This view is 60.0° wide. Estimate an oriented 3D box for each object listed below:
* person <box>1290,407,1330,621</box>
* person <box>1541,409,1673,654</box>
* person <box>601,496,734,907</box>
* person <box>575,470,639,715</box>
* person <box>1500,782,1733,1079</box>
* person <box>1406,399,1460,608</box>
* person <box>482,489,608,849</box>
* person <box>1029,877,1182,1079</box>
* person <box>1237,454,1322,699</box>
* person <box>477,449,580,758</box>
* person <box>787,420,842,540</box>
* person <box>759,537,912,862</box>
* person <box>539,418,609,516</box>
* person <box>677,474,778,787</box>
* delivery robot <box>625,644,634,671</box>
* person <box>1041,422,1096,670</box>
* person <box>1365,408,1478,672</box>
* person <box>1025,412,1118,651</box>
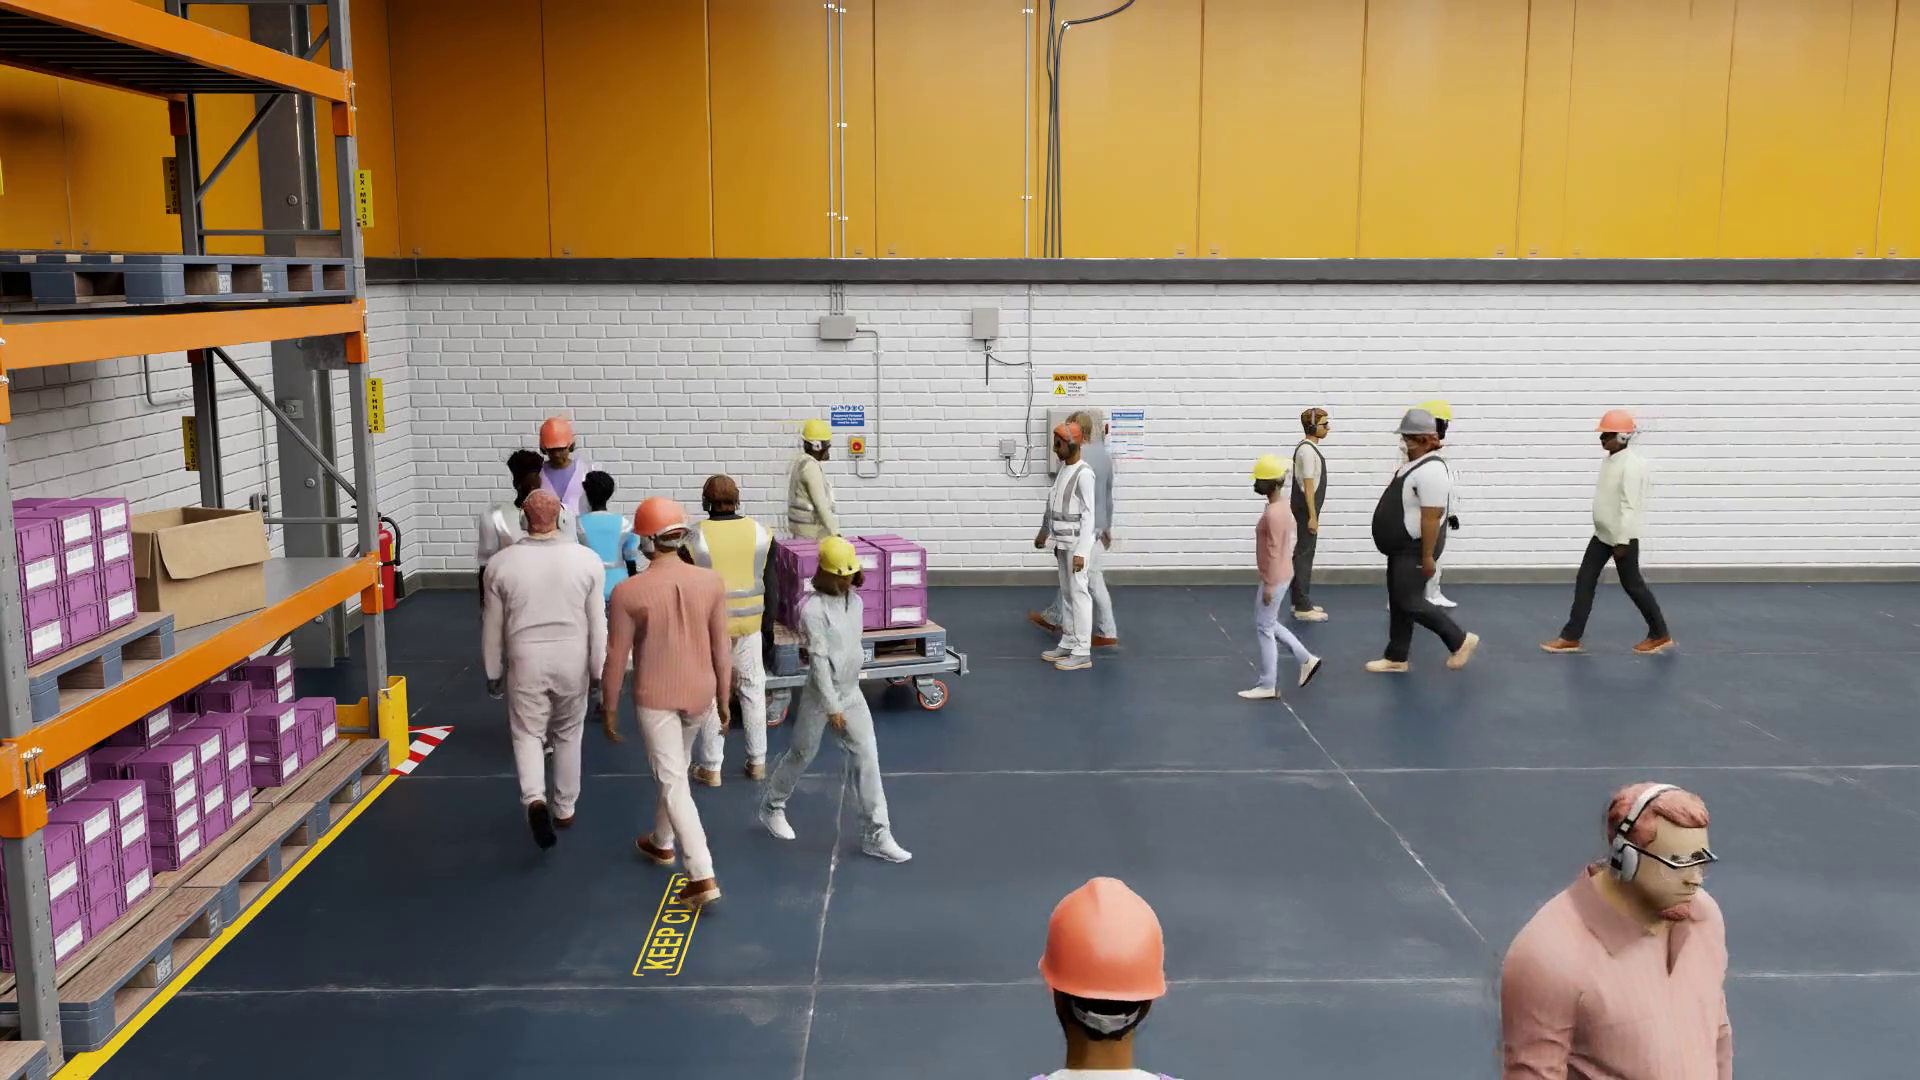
[{"bbox_3d":[3.034,-0.227,14.414,0.344,1.847,0.504,1,9,7],"label":"person"},{"bbox_3d":[5.177,-0.056,13.065,1.004,1.950,0.626,0,9,-2],"label":"person"},{"bbox_3d":[-1.400,0.761,8.086,0.629,1.946,1.046,-7,12,-38],"label":"person"},{"bbox_3d":[-2.444,0.360,11.310,0.543,1.682,0.597,-5,10,-27],"label":"person"},{"bbox_3d":[1.566,1.485,3.864,0.666,1.893,0.504,-5,10,-28],"label":"person"},{"bbox_3d":[4.172,-0.286,14.618,0.760,1.892,0.587,1,9,3],"label":"person"},{"bbox_3d":[-2.180,0.676,8.783,0.648,1.882,0.761,-3,10,-16],"label":"person"},{"bbox_3d":[0.247,1.573,3.146,0.564,1.918,0.404,-1,9,-6],"label":"person"},{"bbox_3d":[2.234,0.270,11.641,0.492,1.749,0.540,3,10,18],"label":"person"},{"bbox_3d":[-2.630,0.394,10.362,0.622,1.915,0.941,-7,11,-36],"label":"person"},{"bbox_3d":[-1.132,-0.099,13.808,0.929,1.782,0.606,-1,9,-7],"label":"person"},{"bbox_3d":[-0.696,0.796,8.644,0.948,1.685,0.477,7,12,38],"label":"person"},{"bbox_3d":[-2.887,0.063,12.263,0.664,1.976,1.094,-2,9,-10],"label":"person"},{"bbox_3d":[-1.386,0.526,9.813,0.634,1.839,0.429,-5,10,-26],"label":"person"},{"bbox_3d":[-2.293,0.754,12.059,0.707,0.478,0.477,-8,12,-40],"label":"delivery robot"},{"bbox_3d":[0.845,0.040,12.653,0.355,1.887,0.573,-2,10,-14],"label":"person"},{"bbox_3d":[3.426,0.013,12.342,0.729,2.000,0.692,1,9,8],"label":"person"},{"bbox_3d":[0.891,-0.085,13.381,0.996,1.886,0.651,6,11,34],"label":"person"}]
